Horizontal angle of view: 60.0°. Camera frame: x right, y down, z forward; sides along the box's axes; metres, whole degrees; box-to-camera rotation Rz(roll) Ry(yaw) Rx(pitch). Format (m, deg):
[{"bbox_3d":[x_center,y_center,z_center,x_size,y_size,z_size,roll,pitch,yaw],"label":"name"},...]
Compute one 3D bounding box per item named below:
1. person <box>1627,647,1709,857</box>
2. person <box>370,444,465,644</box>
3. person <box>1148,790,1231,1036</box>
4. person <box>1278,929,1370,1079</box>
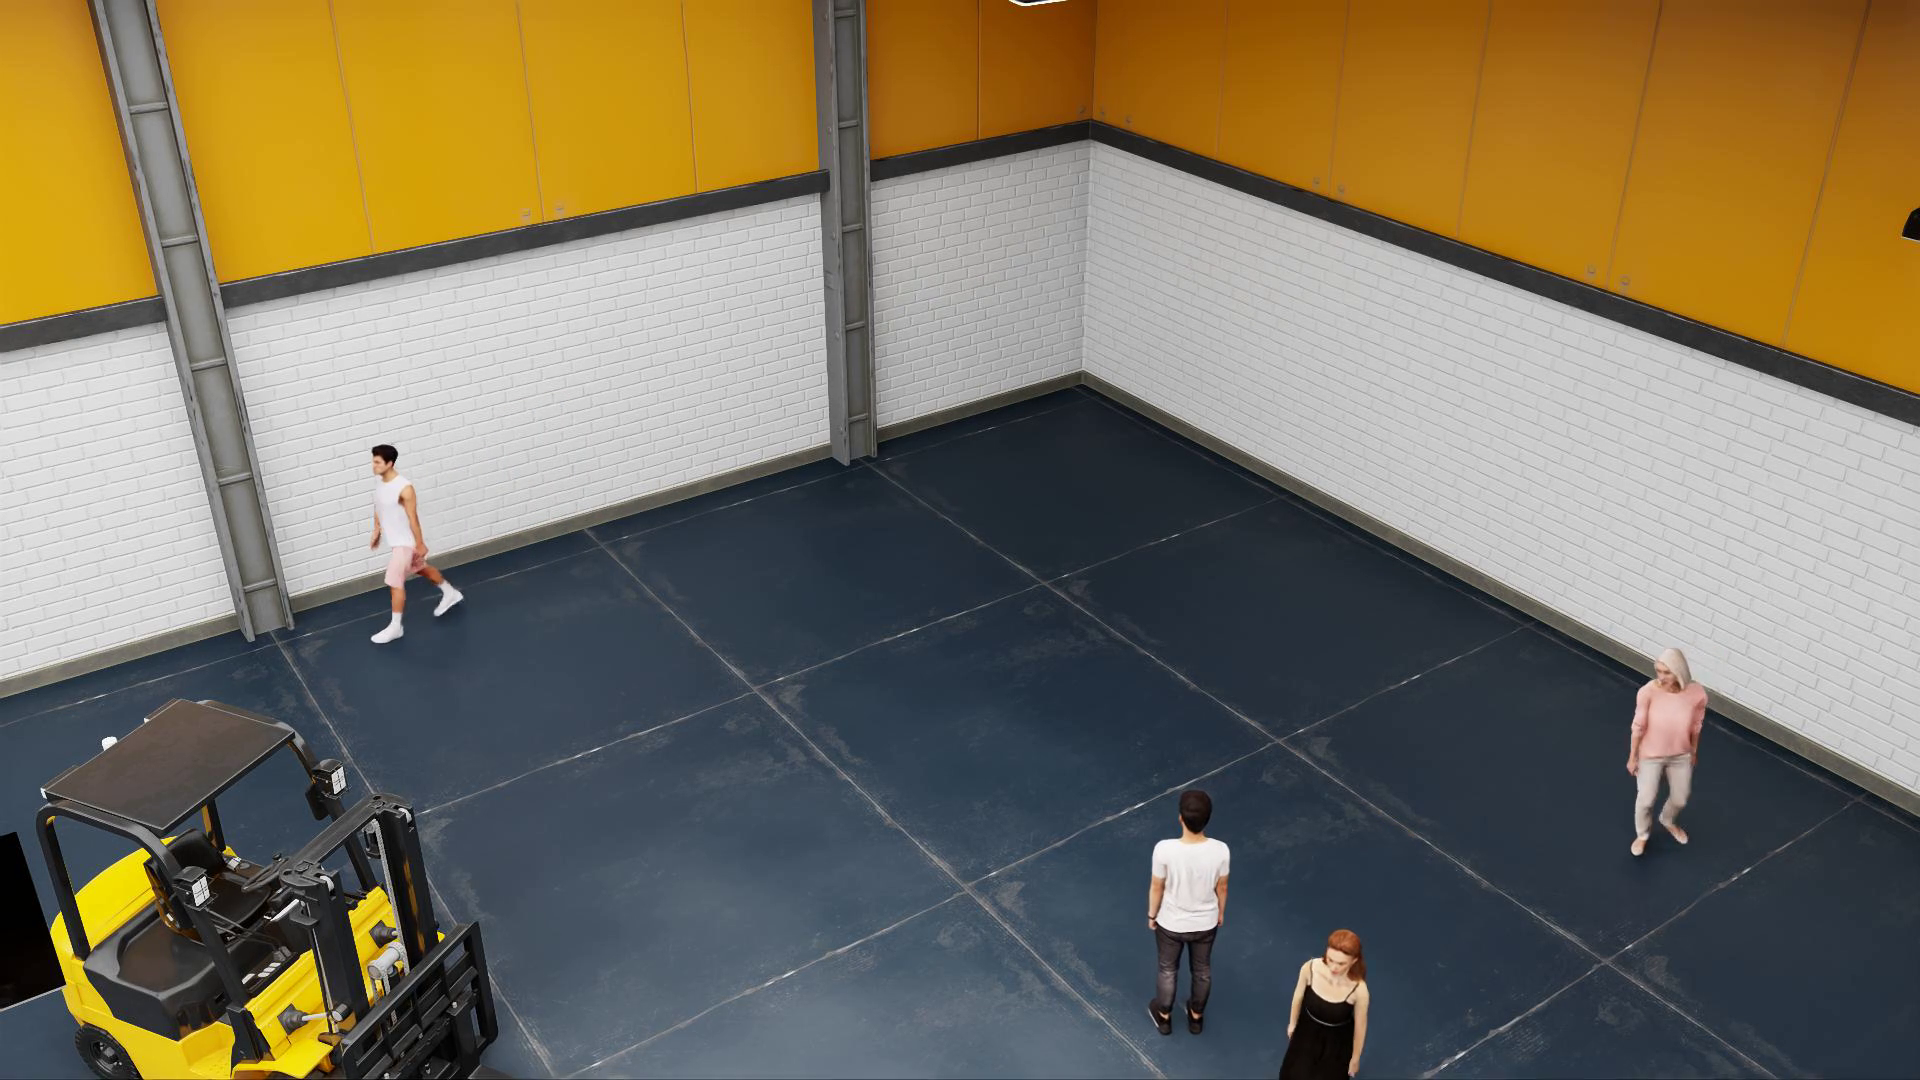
[{"bbox_3d":[4.853,1.459,11.425,0.868,1.690,0.933,-1,29,-1],"label":"person"},{"bbox_3d":[-4.643,-0.038,14.104,1.148,1.751,0.703,-23,36,-36],"label":"person"},{"bbox_3d":[1.361,2.243,9.960,0.646,1.717,0.755,-1,29,-2],"label":"person"},{"bbox_3d":[2.063,2.718,9.207,0.752,1.603,0.877,17,33,28],"label":"person"}]
